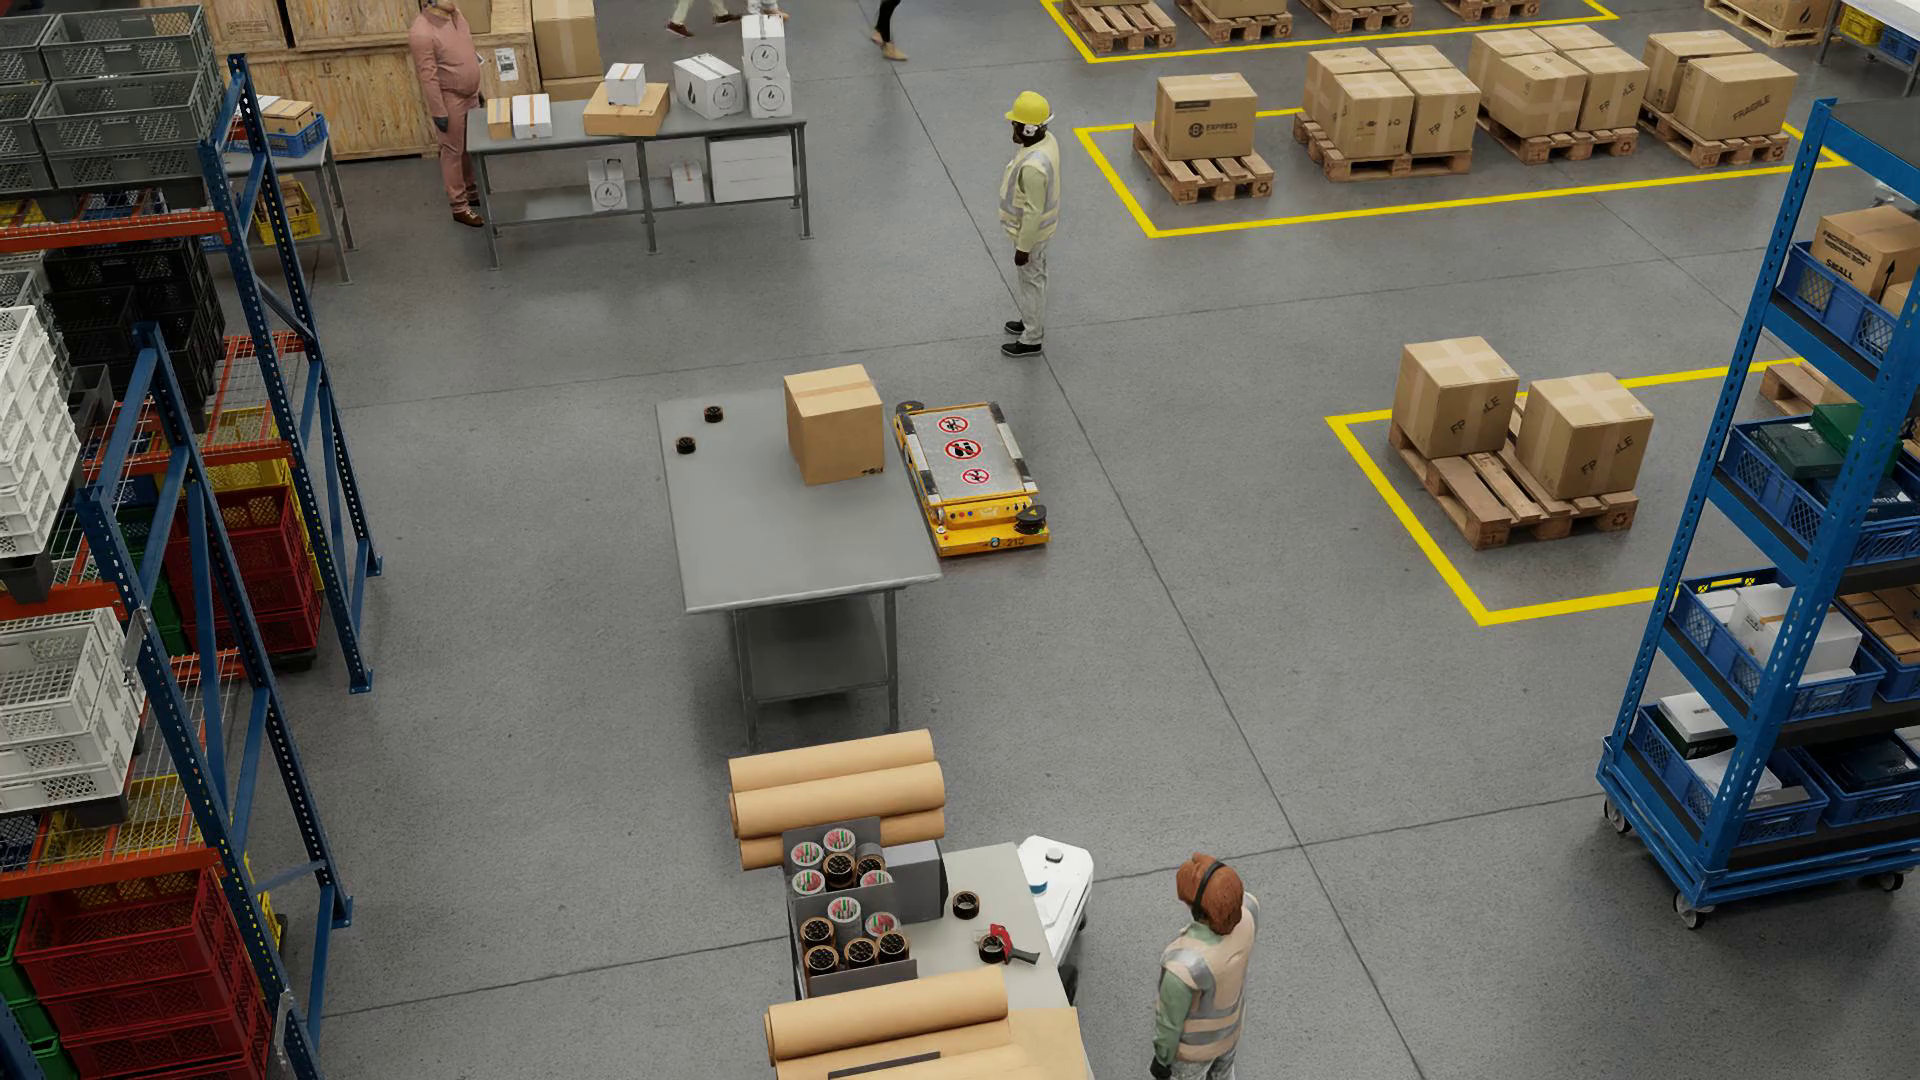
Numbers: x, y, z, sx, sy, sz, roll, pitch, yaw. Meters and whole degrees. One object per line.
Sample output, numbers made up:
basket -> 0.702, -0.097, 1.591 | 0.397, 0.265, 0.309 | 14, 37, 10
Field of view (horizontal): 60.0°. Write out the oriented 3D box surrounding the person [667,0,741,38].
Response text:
person -> -2.555, -5.806, 16.040 | 0.901, 1.841, 0.521 | -27, 44, -31

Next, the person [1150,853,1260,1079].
person -> 0.870, 1.758, 6.035 | 0.312, 1.631, 0.514 | 28, 45, 32

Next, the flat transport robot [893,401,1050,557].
flat transport robot -> 0.046, -0.430, 10.108 | 0.652, 0.197, 1.431 | -8, 37, -10

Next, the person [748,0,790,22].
person -> -1.903, -5.918, 16.189 | 0.432, 1.834, 0.624 | 15, 39, 20

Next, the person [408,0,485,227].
person -> -3.834, -3.371, 12.700 | 0.406, 1.910, 0.639 | 8, 37, 11

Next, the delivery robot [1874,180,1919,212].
delivery robot -> 7.520, -2.812, 12.993 | 0.707, 0.478, 0.477 | -18, 41, -24

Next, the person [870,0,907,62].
person -> -0.675, -5.366, 15.562 | 0.383, 1.699, 0.558 | 13, 39, 17

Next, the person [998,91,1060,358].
person -> 0.452, -2.089, 11.039 | 0.403, 1.833, 0.586 | 5, 37, 7
